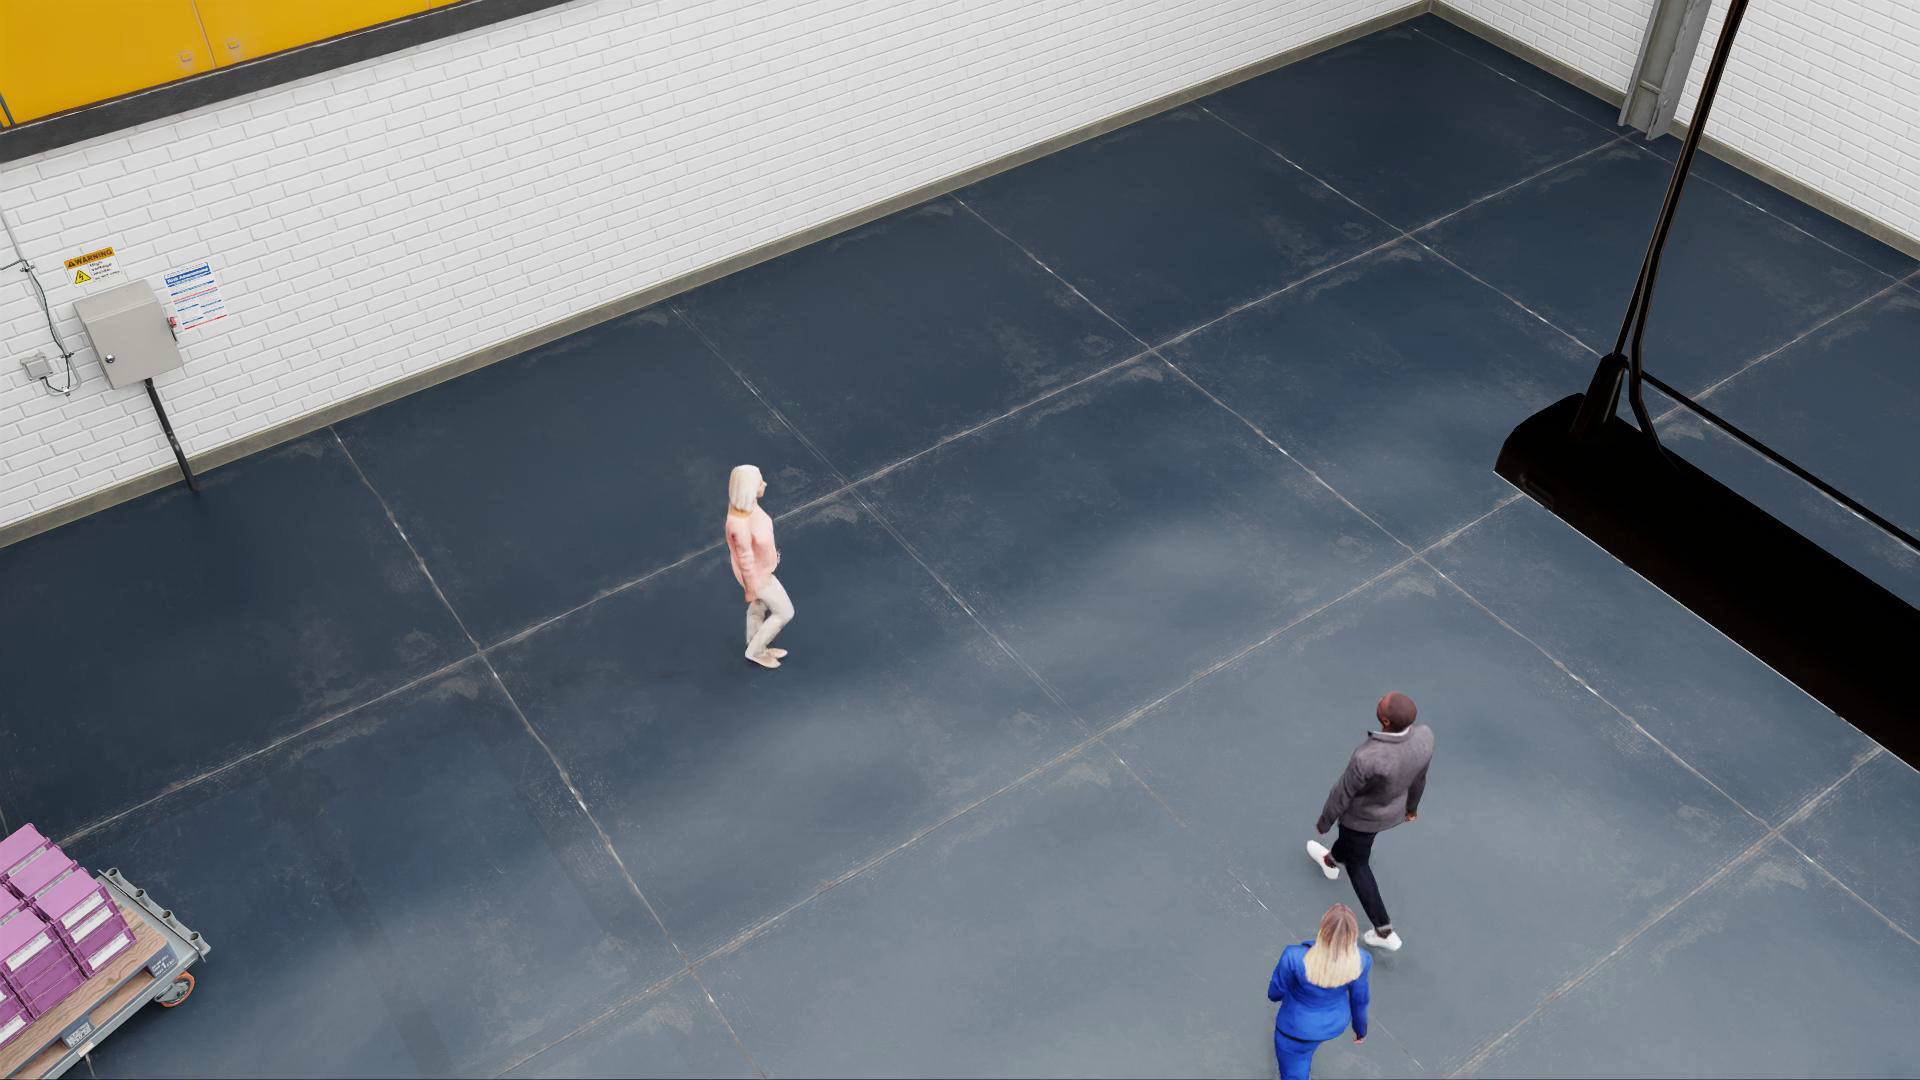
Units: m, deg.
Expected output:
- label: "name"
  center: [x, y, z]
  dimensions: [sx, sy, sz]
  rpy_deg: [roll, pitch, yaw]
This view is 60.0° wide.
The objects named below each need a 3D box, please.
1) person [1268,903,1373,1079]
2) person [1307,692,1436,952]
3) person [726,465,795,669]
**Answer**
- label: "person"
  center: [1.775, 2.519, 8.346]
  dimensions: [0.943, 1.639, 1.164]
  rpy_deg: [-9, 44, -10]
- label: "person"
  center: [2.331, 1.571, 9.233]
  dimensions: [0.828, 1.787, 1.172]
  rpy_deg: [-20, 47, -20]
- label: "person"
  center: [-1.405, 0.190, 10.735]
  dimensions: [0.761, 1.716, 0.670]
  rpy_deg: [-6, 44, -6]
